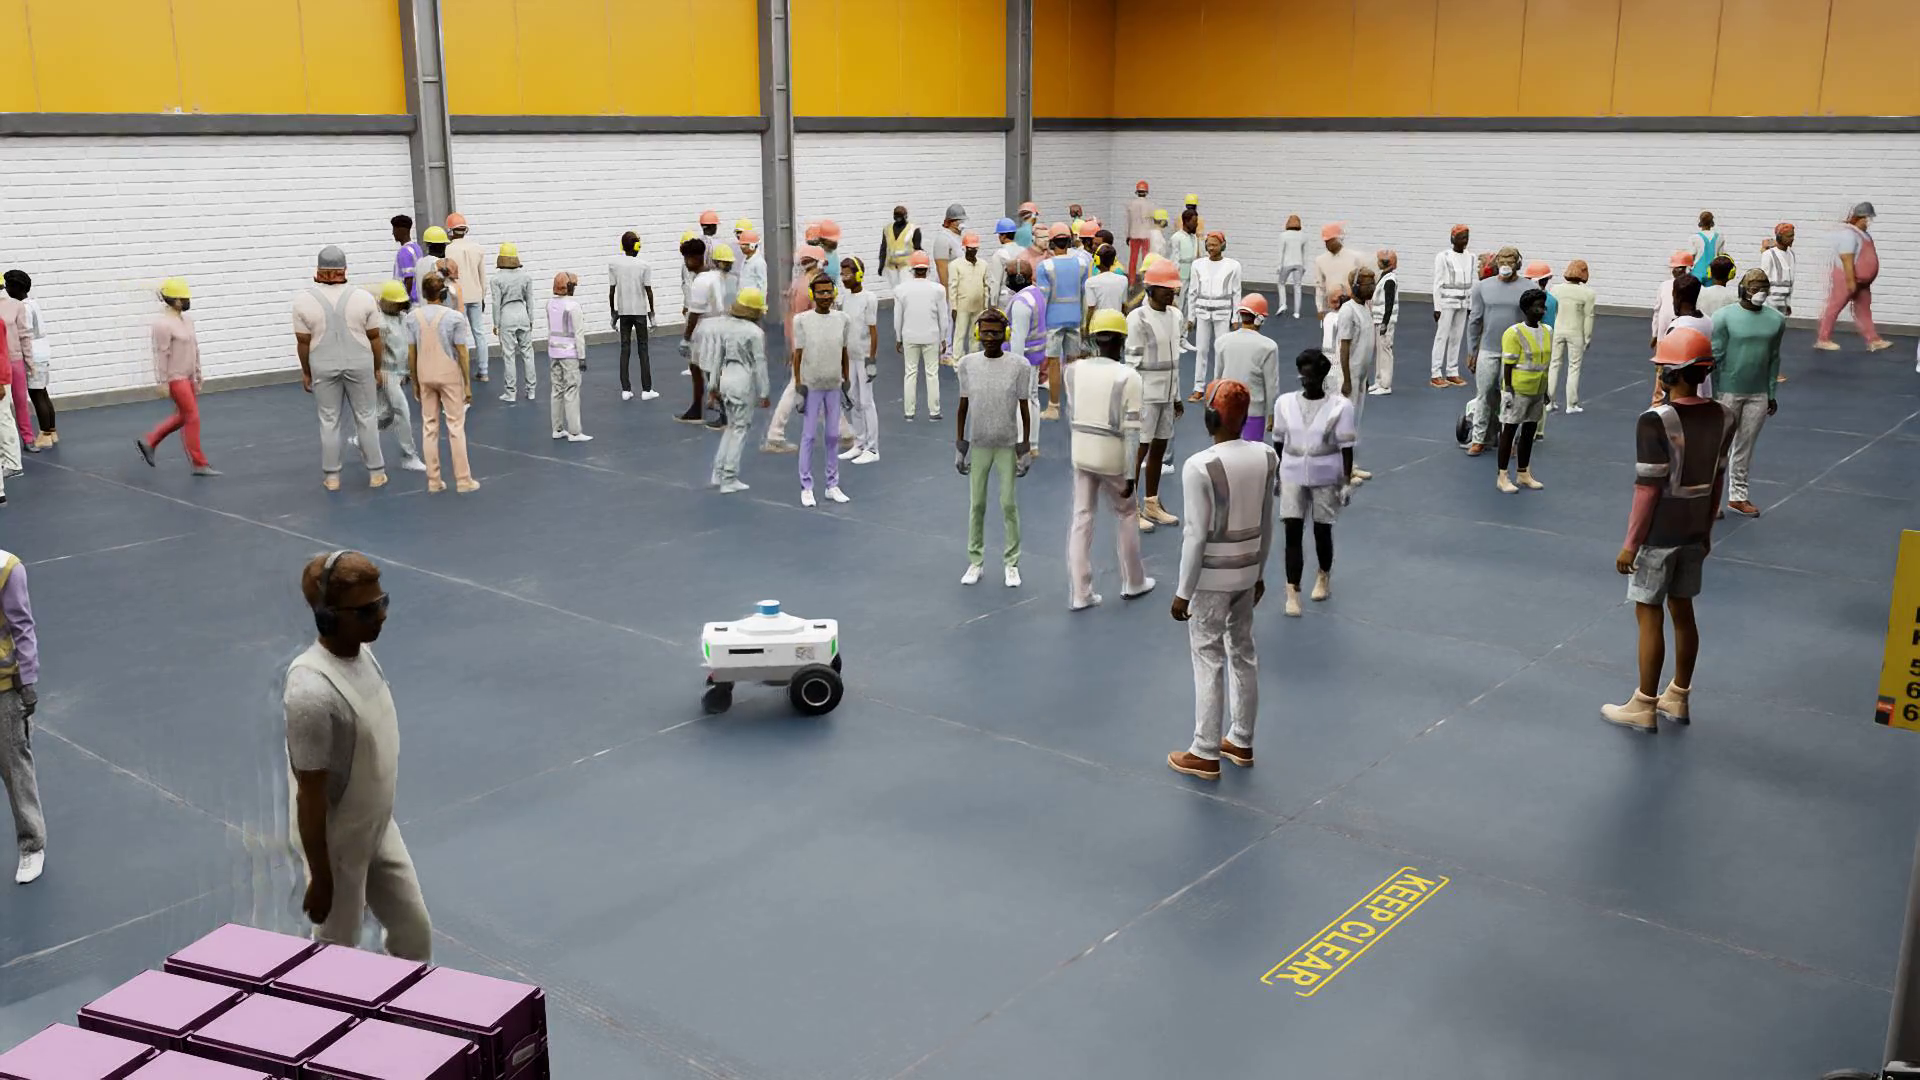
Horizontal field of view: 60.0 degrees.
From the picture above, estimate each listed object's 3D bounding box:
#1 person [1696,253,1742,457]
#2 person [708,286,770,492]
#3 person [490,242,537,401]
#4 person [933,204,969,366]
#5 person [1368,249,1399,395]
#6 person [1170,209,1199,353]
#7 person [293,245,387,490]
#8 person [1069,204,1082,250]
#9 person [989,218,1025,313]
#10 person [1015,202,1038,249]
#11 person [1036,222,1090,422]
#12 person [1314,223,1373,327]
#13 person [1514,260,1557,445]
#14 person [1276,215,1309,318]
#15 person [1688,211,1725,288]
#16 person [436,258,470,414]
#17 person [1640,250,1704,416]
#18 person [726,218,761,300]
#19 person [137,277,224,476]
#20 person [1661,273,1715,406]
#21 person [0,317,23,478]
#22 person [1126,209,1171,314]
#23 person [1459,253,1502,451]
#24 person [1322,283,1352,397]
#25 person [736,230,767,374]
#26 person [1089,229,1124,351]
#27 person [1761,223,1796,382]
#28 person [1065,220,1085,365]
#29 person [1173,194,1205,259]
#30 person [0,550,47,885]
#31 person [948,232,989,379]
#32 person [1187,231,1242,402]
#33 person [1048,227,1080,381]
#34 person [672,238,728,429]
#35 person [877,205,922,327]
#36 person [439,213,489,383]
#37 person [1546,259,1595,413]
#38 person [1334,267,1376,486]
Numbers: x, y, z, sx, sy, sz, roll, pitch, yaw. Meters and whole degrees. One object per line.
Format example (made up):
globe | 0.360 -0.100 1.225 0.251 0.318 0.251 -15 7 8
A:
person | 6.869 -1.670 15.184 0.535 1.875 0.314 11 18 37
person | -1.825 -1.249 13.838 0.500 1.702 0.496 12 18 40
person | -4.956 -2.414 18.426 0.487 1.744 0.297 -11 18 -38
person | -0.023 -3.250 21.161 0.539 2.000 0.689 7 16 25
person | 4.800 -2.462 18.833 0.307 1.637 0.513 1 14 4
person | 2.998 -3.486 22.379 0.384 1.910 0.596 10 17 36
person | -5.188 -1.447 13.957 0.672 2.000 0.536 -5 15 -18
person | 2.067 -5.112 29.435 0.312 1.634 0.514 3 14 11
person | 0.571 -2.820 19.653 0.416 1.940 0.607 13 19 42
person | 0.939 -3.713 23.191 0.460 1.958 0.657 -6 15 -22
person | 1.030 -2.235 17.121 0.605 2.034 0.392 -6 15 -24
person | 4.381 -2.663 19.075 0.639 1.926 0.865 14 19 43
person | 5.460 -1.786 15.890 0.337 1.749 0.574 11 18 38
person | 5.281 -4.333 26.382 0.516 1.602 0.429 -2 14 -9
person | 10.276 -3.619 23.036 0.511 1.841 0.327 -1 14 -2
person | -5.377 -2.162 17.629 0.307 1.641 0.511 -1 14 -5
person | 7.380 -2.110 17.184 0.327 1.753 0.561 -9 16 -31
person | -2.793 -3.251 21.603 0.592 1.825 0.403 8 16 28
person | -6.847 -1.411 14.439 0.720 1.749 0.528 0 14 0
person | 5.497 -1.056 12.646 0.379 1.915 0.591 14 19 43
person | -8.419 -1.402 14.391 0.573 1.739 0.355 12 18 39
person | 2.994 -4.247 25.749 0.746 1.740 0.528 5 15 18
person | 4.955 -1.753 15.570 0.395 1.847 0.564 9 17 33
person | 3.368 -1.465 14.840 0.307 1.641 0.511 -2 14 -8
person | -2.562 -2.917 20.412 0.333 1.749 0.574 -8 16 -29
person | 1.536 -2.359 17.844 0.392 1.922 0.587 -8 16 -28
person | 9.647 -2.796 19.666 0.584 1.882 0.349 -10 17 -34
person | 1.511 -3.126 21.086 0.403 1.834 0.589 1 14 5
person | 3.691 -4.583 26.718 0.594 1.924 0.372 14 19 43
person | -3.942 0.587 6.643 0.511 1.641 0.309 -2 14 -6
person | 0.123 -2.820 20.025 0.561 1.752 0.326 -9 17 -32
person | 2.775 -2.434 18.218 0.587 1.882 0.342 6 15 23
person | 1.263 -2.823 19.880 0.511 1.836 0.357 -8 16 -29
person | -2.637 -2.038 16.573 0.801 1.918 0.627 0 14 2
person | -0.938 -4.089 24.967 0.630 1.825 0.626 7 16 25
person | -5.869 -2.846 19.637 0.387 1.996 0.611 12 19 40
person | 6.467 -2.156 17.634 0.282 1.625 0.494 -14 19 -43
person | 3.357 -1.392 14.133 0.337 1.845 0.514 8 16 29
